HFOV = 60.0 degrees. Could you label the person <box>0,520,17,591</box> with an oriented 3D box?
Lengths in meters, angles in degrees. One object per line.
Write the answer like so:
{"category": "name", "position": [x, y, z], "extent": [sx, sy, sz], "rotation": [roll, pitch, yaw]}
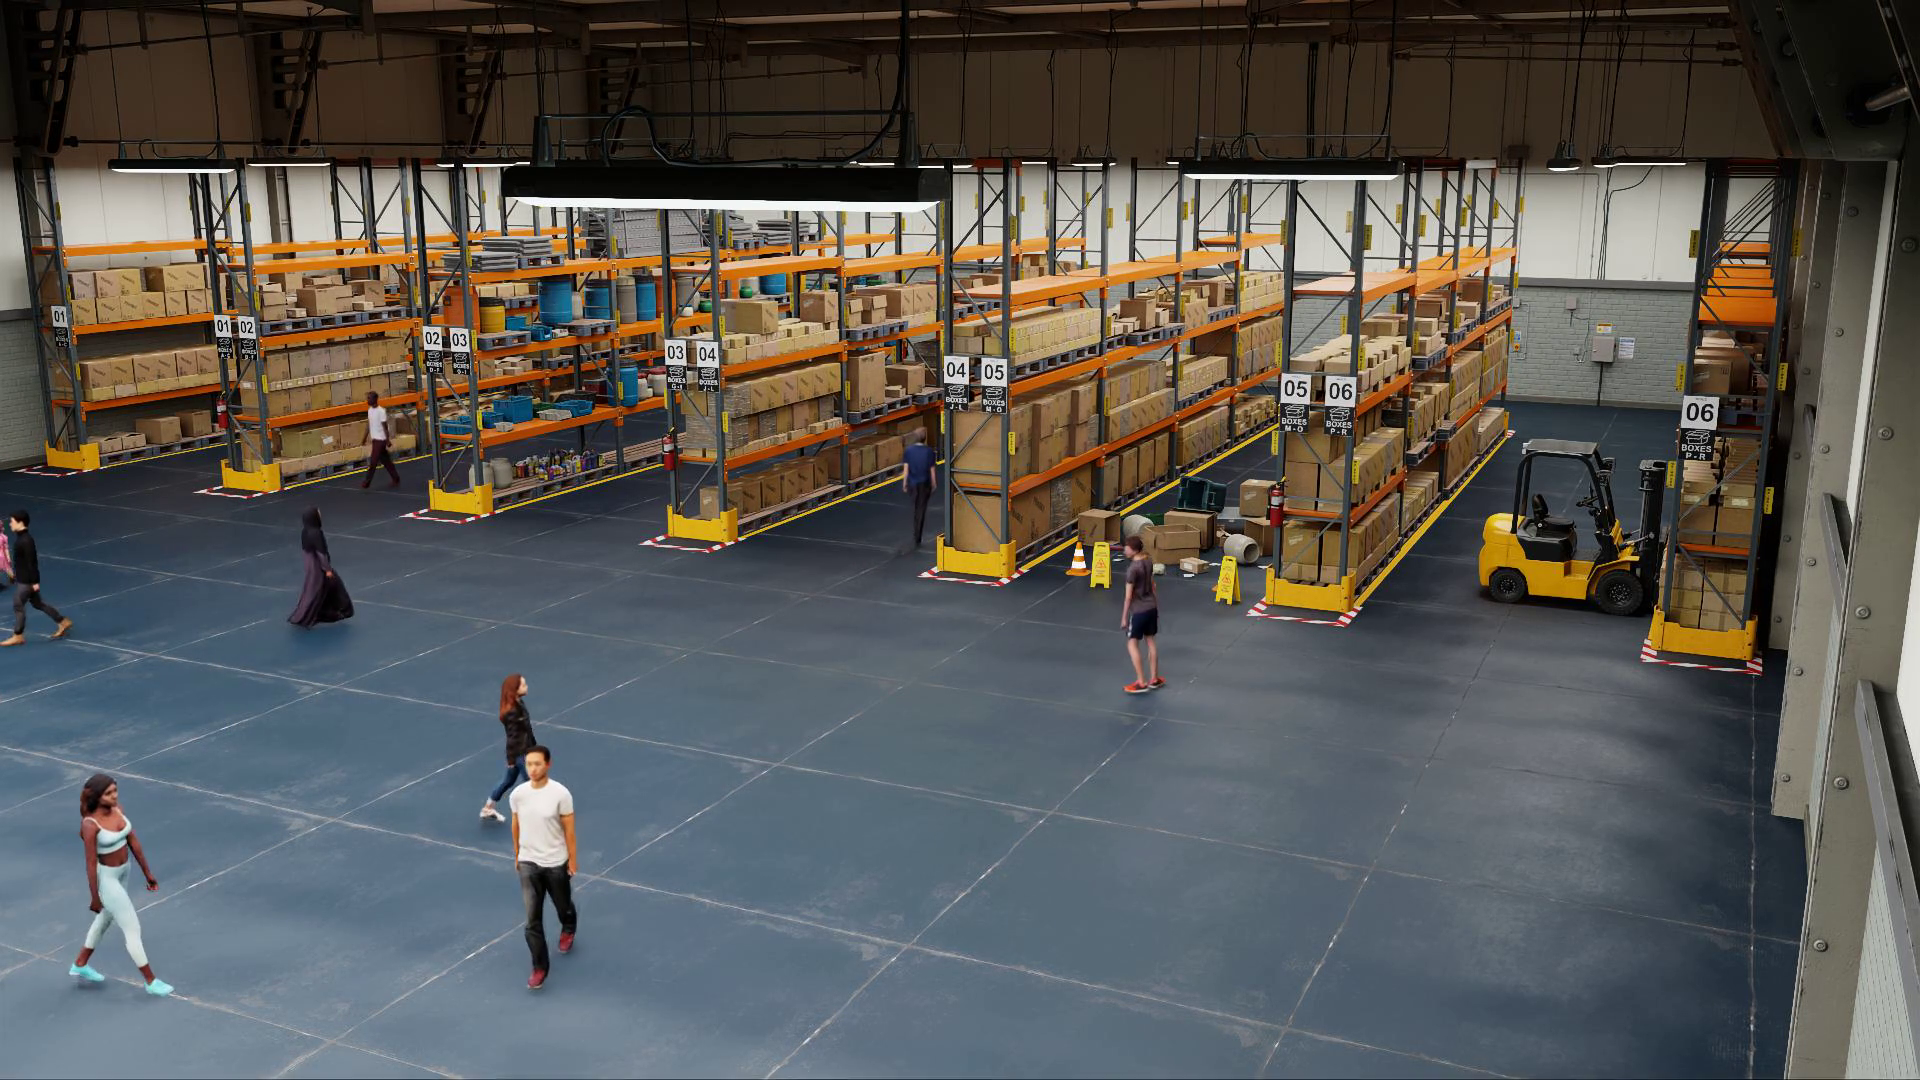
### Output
{"category": "person", "position": [-13.624, 0.230, 23.558], "extent": [0.622, 0.999, 0.781], "rotation": [0, 13, -1]}

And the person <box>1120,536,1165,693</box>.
{"category": "person", "position": [2.143, 0.833, 19.098], "extent": [0.633, 1.836, 0.931], "rotation": [-10, 16, -36]}

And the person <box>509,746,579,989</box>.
{"category": "person", "position": [-3.089, 2.389, 12.522], "extent": [0.955, 1.771, 1.212], "rotation": [0, 13, 0]}

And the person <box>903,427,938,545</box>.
{"category": "person", "position": [-0.651, -0.828, 26.295], "extent": [0.844, 1.825, 1.209], "rotation": [3, 13, 12]}

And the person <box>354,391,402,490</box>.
{"category": "person", "position": [-10.624, -1.826, 30.693], "extent": [1.246, 1.786, 0.997], "rotation": [-11, 17, -40]}

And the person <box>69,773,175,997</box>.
{"category": "person", "position": [-6.263, 2.517, 12.157], "extent": [0.843, 1.686, 1.114], "rotation": [2, 13, 10]}

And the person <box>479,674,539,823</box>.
{"category": "person", "position": [-4.115, 1.934, 15.193], "extent": [0.994, 1.451, 0.991], "rotation": [-3, 13, -13]}

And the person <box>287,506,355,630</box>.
{"category": "person", "position": [-8.446, 0.359, 21.648], "extent": [1.185, 1.609, 0.944], "rotation": [-10, 16, -37]}

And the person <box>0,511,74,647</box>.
{"category": "person", "position": [-11.684, 0.463, 20.981], "extent": [1.163, 1.708, 1.037], "rotation": [-7, 15, -26]}
